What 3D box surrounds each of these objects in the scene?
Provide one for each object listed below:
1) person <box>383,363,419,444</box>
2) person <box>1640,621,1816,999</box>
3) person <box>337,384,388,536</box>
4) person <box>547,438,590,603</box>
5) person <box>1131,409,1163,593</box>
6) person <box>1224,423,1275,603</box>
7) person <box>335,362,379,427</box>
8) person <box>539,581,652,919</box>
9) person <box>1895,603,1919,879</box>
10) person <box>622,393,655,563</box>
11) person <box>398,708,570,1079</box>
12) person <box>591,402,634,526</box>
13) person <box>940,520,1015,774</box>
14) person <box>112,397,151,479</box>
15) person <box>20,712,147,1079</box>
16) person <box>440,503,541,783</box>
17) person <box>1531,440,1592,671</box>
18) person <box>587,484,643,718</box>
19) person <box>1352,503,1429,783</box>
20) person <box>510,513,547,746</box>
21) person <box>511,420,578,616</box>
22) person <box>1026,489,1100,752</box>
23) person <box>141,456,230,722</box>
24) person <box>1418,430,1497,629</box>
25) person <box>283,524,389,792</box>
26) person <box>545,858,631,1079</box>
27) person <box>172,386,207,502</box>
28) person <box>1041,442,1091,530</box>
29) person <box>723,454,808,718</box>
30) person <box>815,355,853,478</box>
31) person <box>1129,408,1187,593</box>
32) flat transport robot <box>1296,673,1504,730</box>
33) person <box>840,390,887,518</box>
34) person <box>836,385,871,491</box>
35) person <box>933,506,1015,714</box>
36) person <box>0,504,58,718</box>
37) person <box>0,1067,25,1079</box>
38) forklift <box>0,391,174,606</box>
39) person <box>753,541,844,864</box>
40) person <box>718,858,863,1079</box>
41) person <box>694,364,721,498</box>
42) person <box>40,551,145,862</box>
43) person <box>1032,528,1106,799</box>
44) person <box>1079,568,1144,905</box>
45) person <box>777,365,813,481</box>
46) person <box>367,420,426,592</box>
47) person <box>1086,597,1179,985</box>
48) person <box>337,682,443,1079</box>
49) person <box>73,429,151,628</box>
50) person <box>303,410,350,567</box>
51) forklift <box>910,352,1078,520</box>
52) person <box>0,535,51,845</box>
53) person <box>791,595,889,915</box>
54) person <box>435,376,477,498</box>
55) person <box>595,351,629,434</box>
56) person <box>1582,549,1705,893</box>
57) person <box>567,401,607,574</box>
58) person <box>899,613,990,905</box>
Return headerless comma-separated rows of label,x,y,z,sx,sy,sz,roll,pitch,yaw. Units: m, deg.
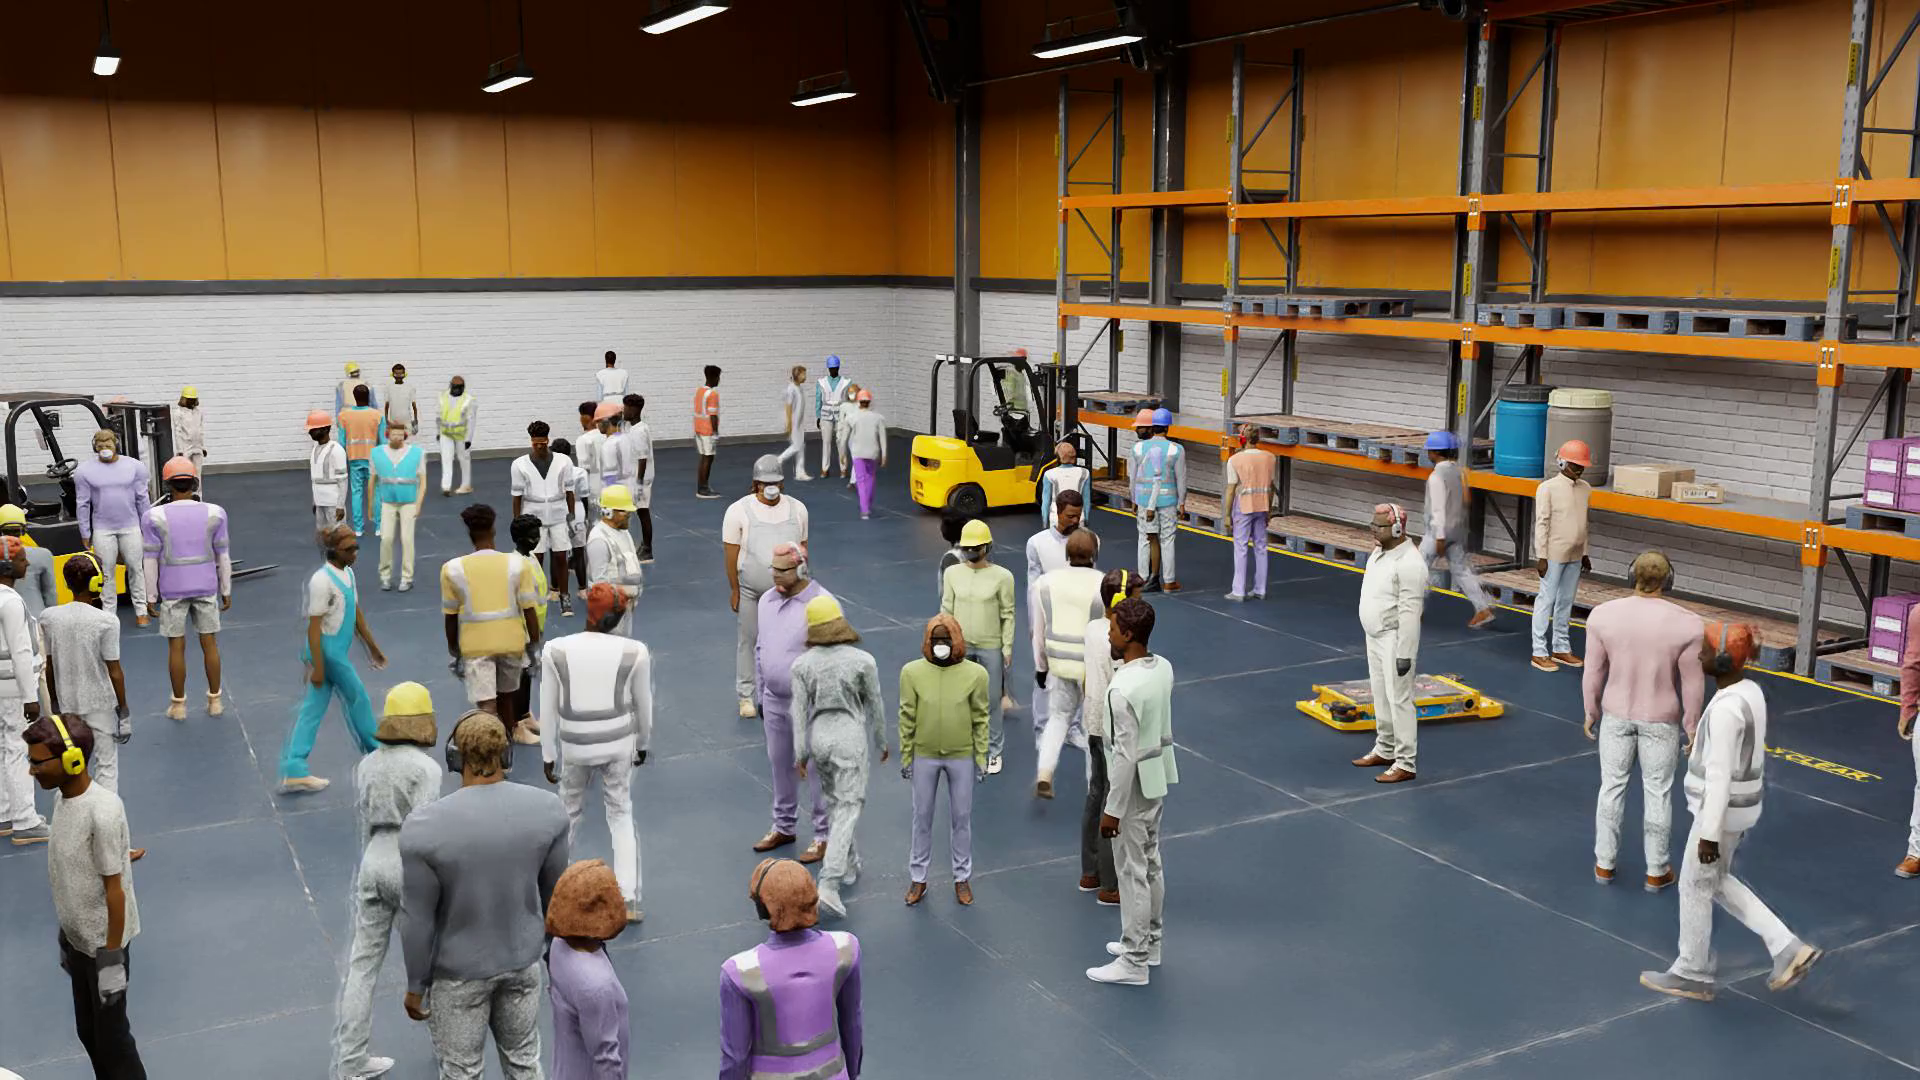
person,-8.685,-1.813,25.833,0.509,1.860,0.334,-2,10,-13
person,3.670,1.307,7.873,0.649,1.864,0.582,7,12,34
person,-7.518,-1.003,20.992,0.594,1.915,0.373,-1,10,-7
person,-4.050,-0.198,17.020,0.537,1.693,0.321,-4,10,-20
person,1.967,-0.414,17.544,0.354,1.939,0.544,-2,10,-10
person,2.969,-0.271,17.018,0.563,1.837,0.385,-4,11,-23
person,-9.740,-1.973,26.886,0.642,1.798,0.720,-2,10,-10
person,-1.982,1.117,9.012,0.635,1.839,0.663,-1,10,-8
person,5.643,1.007,9.384,0.365,1.933,0.638,-9,14,-43
person,-3.704,-0.711,19.168,0.373,1.966,0.605,-2,10,-9
person,-1.739,1.572,6.153,0.641,1.927,0.386,-7,12,-36
person,-3.674,-0.455,17.580,0.422,2.013,0.607,2,10,10
person,0.113,0.732,11.442,0.533,1.768,0.310,3,10,17
person,-9.671,-0.697,19.241,0.561,1.914,0.715,3,10,16
person,-3.347,1.567,6.391,0.525,1.857,0.343,9,13,42
person,-3.112,0.719,11.101,0.606,1.925,0.924,-5,11,-26
person,5.189,0.126,14.286,0.610,1.990,0.390,-5,11,-29
person,-2.644,0.471,12.795,0.403,1.821,0.602,1,10,7
person,2.909,0.690,11.320,0.394,1.899,0.642,-2,10,-10
person,-3.173,0.643,12.163,0.320,1.692,0.531,0,10,-1
person,-4.073,-0.206,16.319,0.616,1.951,0.388,-3,10,-19
person,0.740,0.577,11.908,0.589,1.914,0.392,-5,11,-29
person,-5.916,0.374,12.749,0.611,2.032,0.411,-7,12,-35
person,4.674,-0.095,15.844,1.000,1.902,0.621,8,12,37
person,-4.152,0.776,11.126,0.890,1.781,0.466,-4,11,-22
person,-1.196,1.835,5.460,0.278,1.636,0.505,-5,11,-28
person,-10.613,-1.259,22.983,0.313,1.739,0.484,4,11,22
person,1.093,-0.189,17.141,0.519,1.633,0.314,-1,10,-7
person,-1.456,0.347,12.864,0.683,2.000,0.536,-5,11,-25
person,-1.990,-1.946,26.334,0.612,1.947,0.388,0,10,3
person,2.090,-0.411,17.493,0.615,1.945,0.400,4,11,23
flat transport robot,3.389,1.237,12.828,1.431,0.197,0.652,-3,10,-18
person,-1.326,-1.179,22.608,0.589,1.705,0.885,-3,10,-19
person,-1.602,-1.541,25.033,0.517,1.578,0.873,3,10,18
person,0.034,0.563,12.739,0.840,1.657,0.559,4,11,21
person,-6.847,0.615,12.111,0.311,1.768,0.533,9,13,41
person,-2.454,1.912,4.114,0.602,1.957,0.385,3,10,19
forklift,-9.026,-0.363,16.508,1.214,2.155,2.313,6,11,29
person,-0.985,0.943,9.844,0.653,1.900,0.406,7,12,36
person,-0.547,1.834,5.461,0.513,1.640,0.309,-6,11,-30
person,-3.667,-1.589,24.267,0.402,1.952,0.639,-6,11,-30
person,-5.057,0.995,9.664,0.510,1.861,0.324,1,10,8
person,0.781,0.824,10.725,0.648,1.829,0.645,5,11,26
person,0.844,1.075,9.185,0.332,1.865,0.520,-3,10,-17
person,-2.625,-1.824,25.987,0.565,1.825,0.534,2,10,14
person,-5.960,-0.366,17.596,0.618,1.819,0.518,-1,10,-9
person,0.861,1.225,8.162,0.392,1.919,0.591,4,11,23
person,-2.452,1.482,7.365,0.515,1.666,0.898,4,11,24
person,-8.015,-0.100,15.782,0.632,1.930,0.378,-5,11,-26
person,-6.680,-0.409,17.523,0.552,1.932,0.377,8,13,39
forklift,0.460,-1.461,22.833,2.313,2.155,1.214,-5,11,-28
person,-5.759,0.904,10.107,0.584,1.882,0.337,8,13,40
person,-0.699,1.162,9.166,0.511,1.688,0.828,3,10,16
person,-7.399,-1.511,24.325,0.690,1.777,0.936,1,10,4
person,-5.841,-2.223,28.016,0.597,1.916,0.370,-7,12,-35
person,3.829,1.009,9.351,0.635,1.936,0.356,6,11,29
person,-4.135,-0.576,18.473,0.862,1.929,0.617,6,12,32
person,-0.086,1.199,9.129,0.501,1.633,0.284,1,10,3
